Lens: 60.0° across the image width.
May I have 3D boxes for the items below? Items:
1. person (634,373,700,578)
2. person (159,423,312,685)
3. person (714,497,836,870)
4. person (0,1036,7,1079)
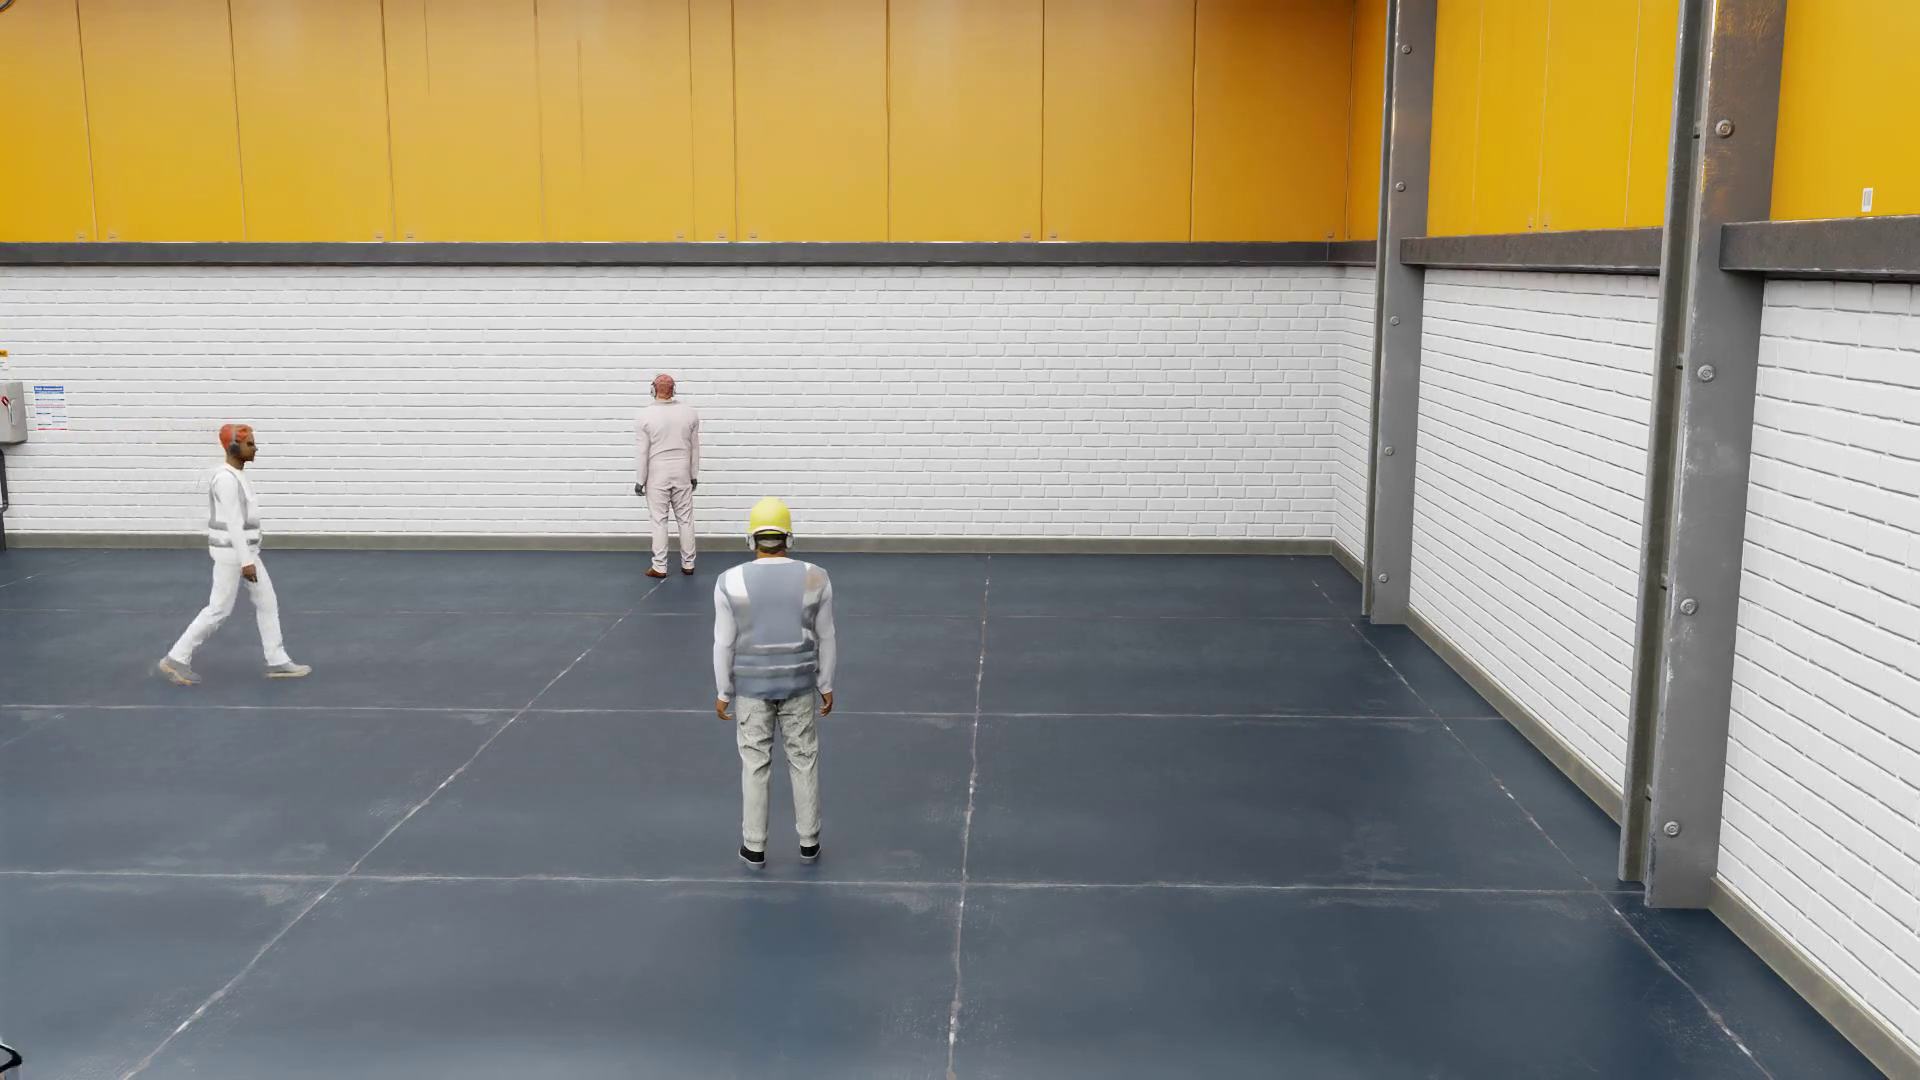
[{"bbox_3d":[-2.741,-0.598,15.532,0.636,1.911,0.404,-6,11,-31],"label":"person"},{"bbox_3d":[-5.147,0.101,11.648,0.936,1.849,0.572,-1,10,-8],"label":"person"},{"bbox_3d":[-0.908,0.700,8.156,0.599,1.827,0.404,-2,10,-14],"label":"person"},{"bbox_3d":[-1.629,1.617,2.730,0.641,1.847,1.044,3,10,15],"label":"person"}]
